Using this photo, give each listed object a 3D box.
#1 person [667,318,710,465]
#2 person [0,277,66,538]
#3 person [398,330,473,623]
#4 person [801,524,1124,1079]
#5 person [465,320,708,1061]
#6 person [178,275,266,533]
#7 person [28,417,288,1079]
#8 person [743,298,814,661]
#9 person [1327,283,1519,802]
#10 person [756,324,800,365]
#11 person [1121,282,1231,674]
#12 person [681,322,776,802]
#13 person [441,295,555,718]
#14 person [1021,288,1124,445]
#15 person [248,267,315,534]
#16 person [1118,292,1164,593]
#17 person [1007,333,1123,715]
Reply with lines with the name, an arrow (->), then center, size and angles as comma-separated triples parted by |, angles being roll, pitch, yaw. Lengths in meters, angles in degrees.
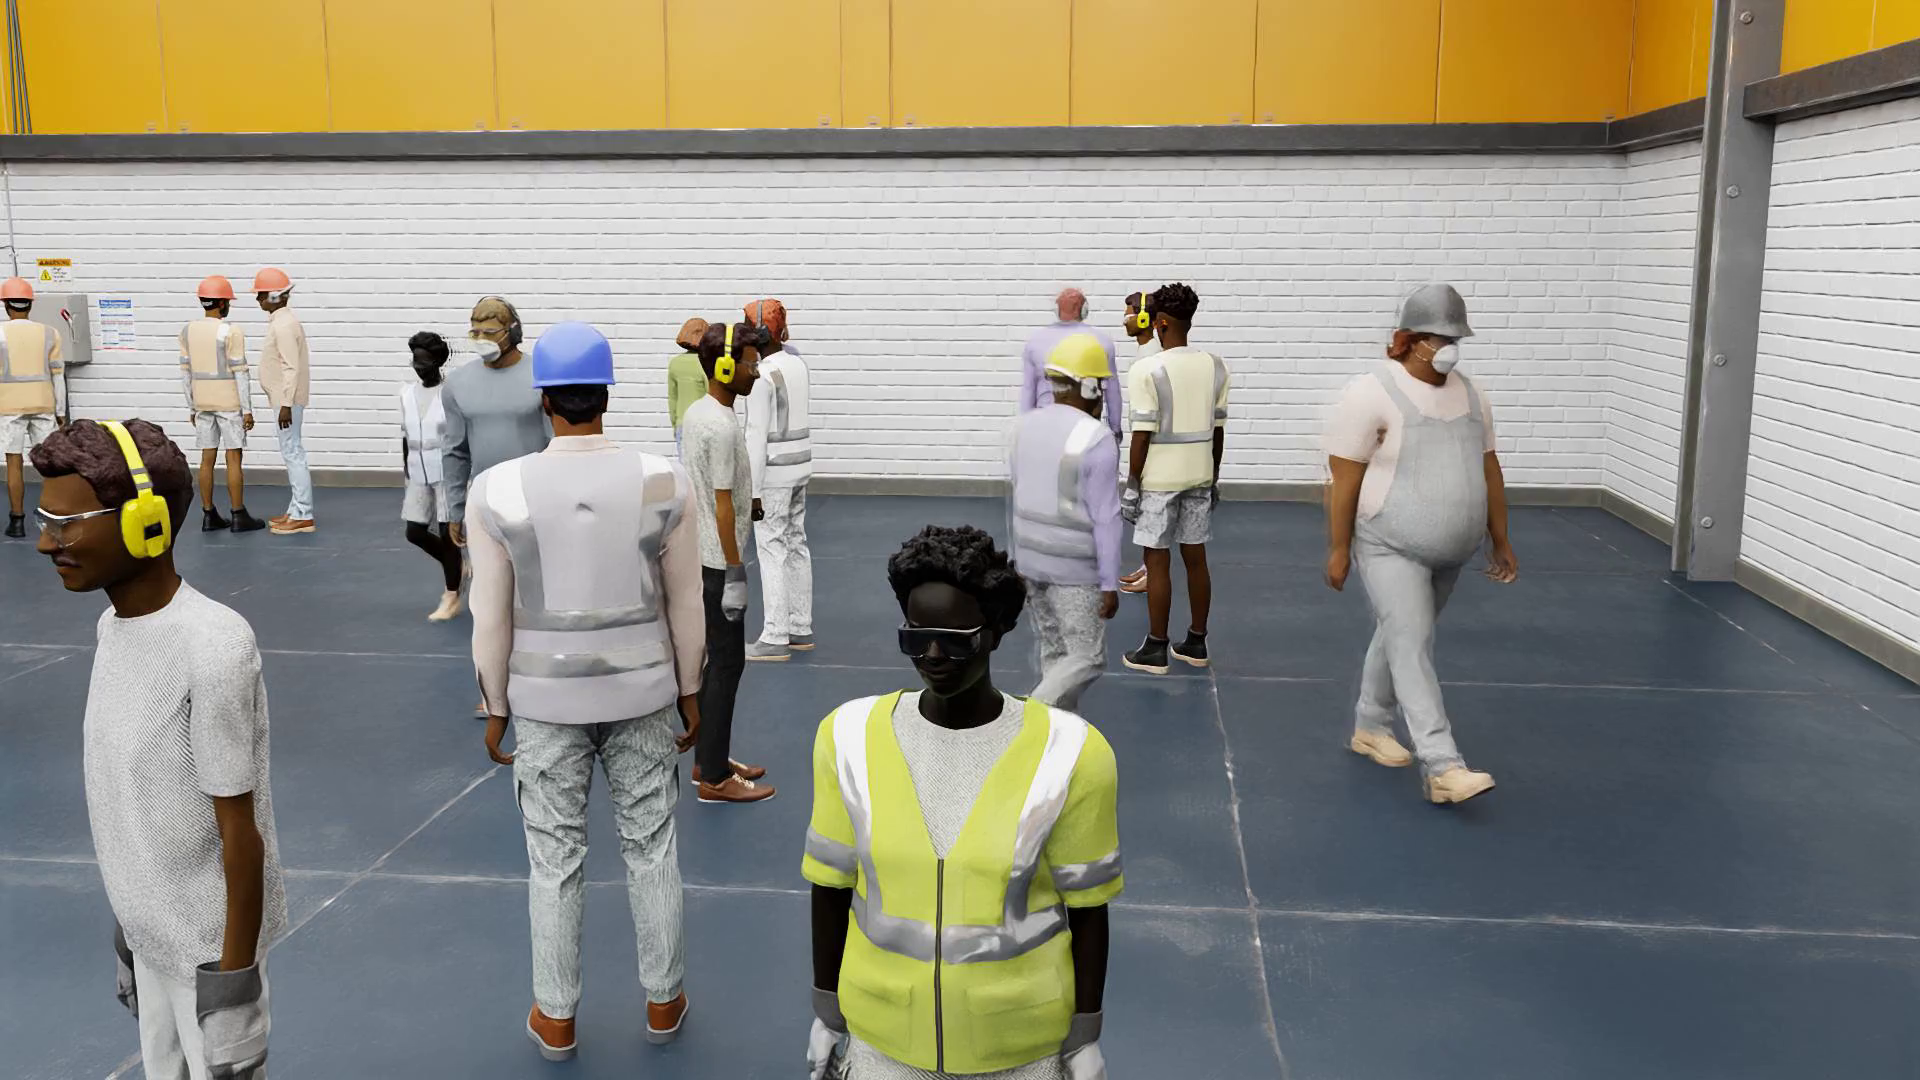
person -> -1.926, -0.806, 12.192 | 0.499, 1.632, 0.285 | 8, 13, 37
person -> -6.967, -0.988, 12.409 | 0.541, 1.926, 0.388 | -10, 14, -44
person -> -2.979, -0.372, 9.587 | 0.537, 1.678, 0.425 | 4, 11, 20
person -> -0.006, 0.810, 2.760 | 0.540, 1.696, 0.316 | 2, 10, 11
person -> -0.966, 0.403, 4.375 | 0.604, 1.947, 0.387 | -3, 10, -18
person -> -5.574, -1.023, 12.563 | 0.551, 1.934, 0.373 | 3, 10, 14
person -> -1.324, 0.717, 2.836 | 0.510, 1.861, 0.324 | 9, 13, 41
person -> -0.960, -0.308, 8.644 | 0.359, 1.880, 0.575 | 4, 11, 20
person -> 1.858, -0.015, 6.496 | 0.705, 2.000, 1.022 | -5, 11, -27
person -> -1.508, -1.030, 13.522 | 0.506, 1.620, 0.393 | -7, 12, -34
person -> 1.073, -0.309, 8.392 | 0.613, 1.965, 0.361 | -6, 12, -31
person -> -0.900, 0.094, 6.421 | 0.341, 1.854, 0.524 | -3, 10, -18
person -> -2.034, -0.138, 7.536 | 0.637, 1.930, 0.372 | 2, 10, 9
person -> 0.800, -0.799, 11.501 | 0.668, 1.857, 0.984 | 4, 11, 24
person -> -5.097, -1.046, 12.536 | 0.389, 1.991, 0.626 | -4, 11, -22
person -> 1.153, -0.598, 10.339 | 0.313, 1.864, 0.528 | 1, 10, 5
person -> 0.367, 0.094, 6.546 | 0.647, 1.807, 0.597 | -8, 13, -39
